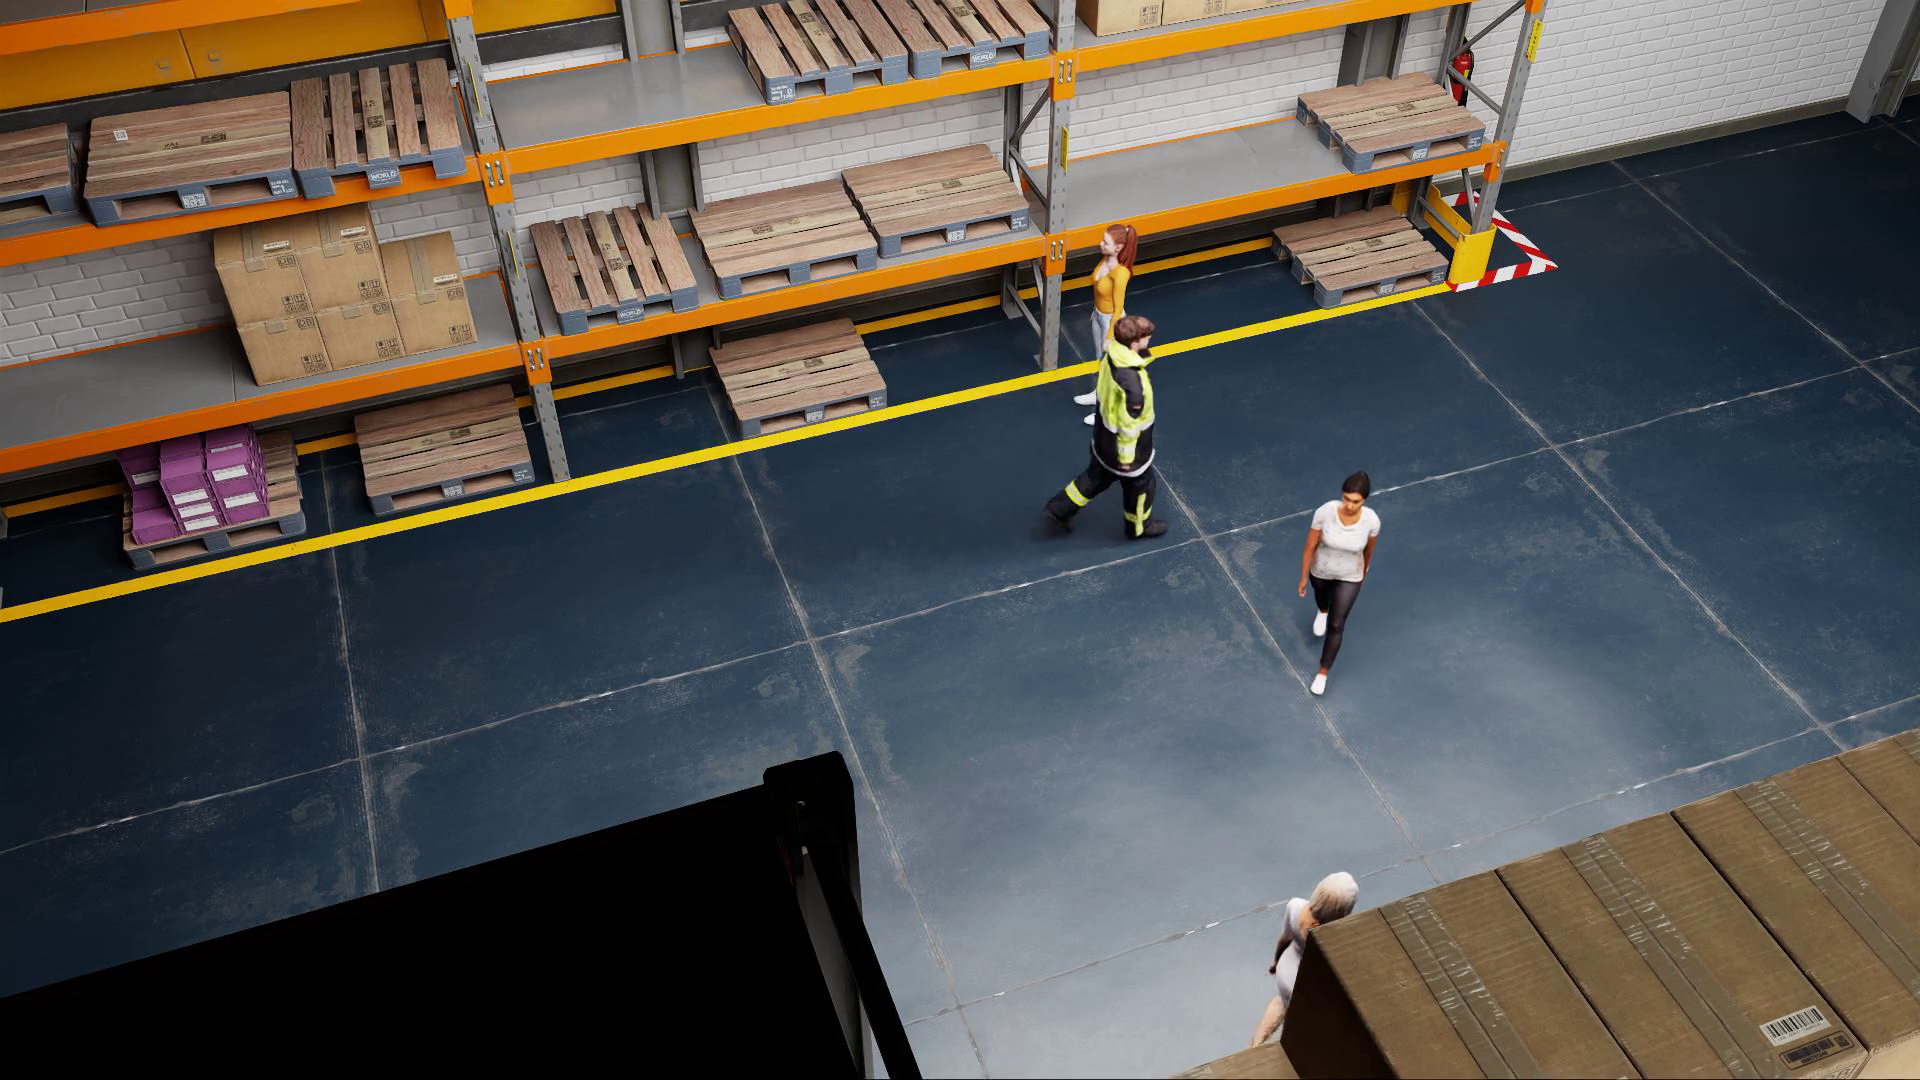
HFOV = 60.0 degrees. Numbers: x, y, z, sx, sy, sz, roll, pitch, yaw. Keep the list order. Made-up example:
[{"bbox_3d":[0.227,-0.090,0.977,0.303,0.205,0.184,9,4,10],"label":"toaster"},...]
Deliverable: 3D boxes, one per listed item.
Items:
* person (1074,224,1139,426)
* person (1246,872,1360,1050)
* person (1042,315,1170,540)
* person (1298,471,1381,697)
[{"bbox_3d":[1.133,-1.651,12.617,0.597,1.751,0.602,-9,44,-9],"label":"person"},{"bbox_3d":[1.723,2.304,8.478,0.840,1.735,0.714,-32,52,-29],"label":"person"},{"bbox_3d":[1.033,-0.735,11.509,1.211,1.954,0.890,-8,44,-8],"label":"person"},{"bbox_3d":[2.456,0.149,10.840,1.063,1.597,1.077,15,46,15],"label":"person"}]
